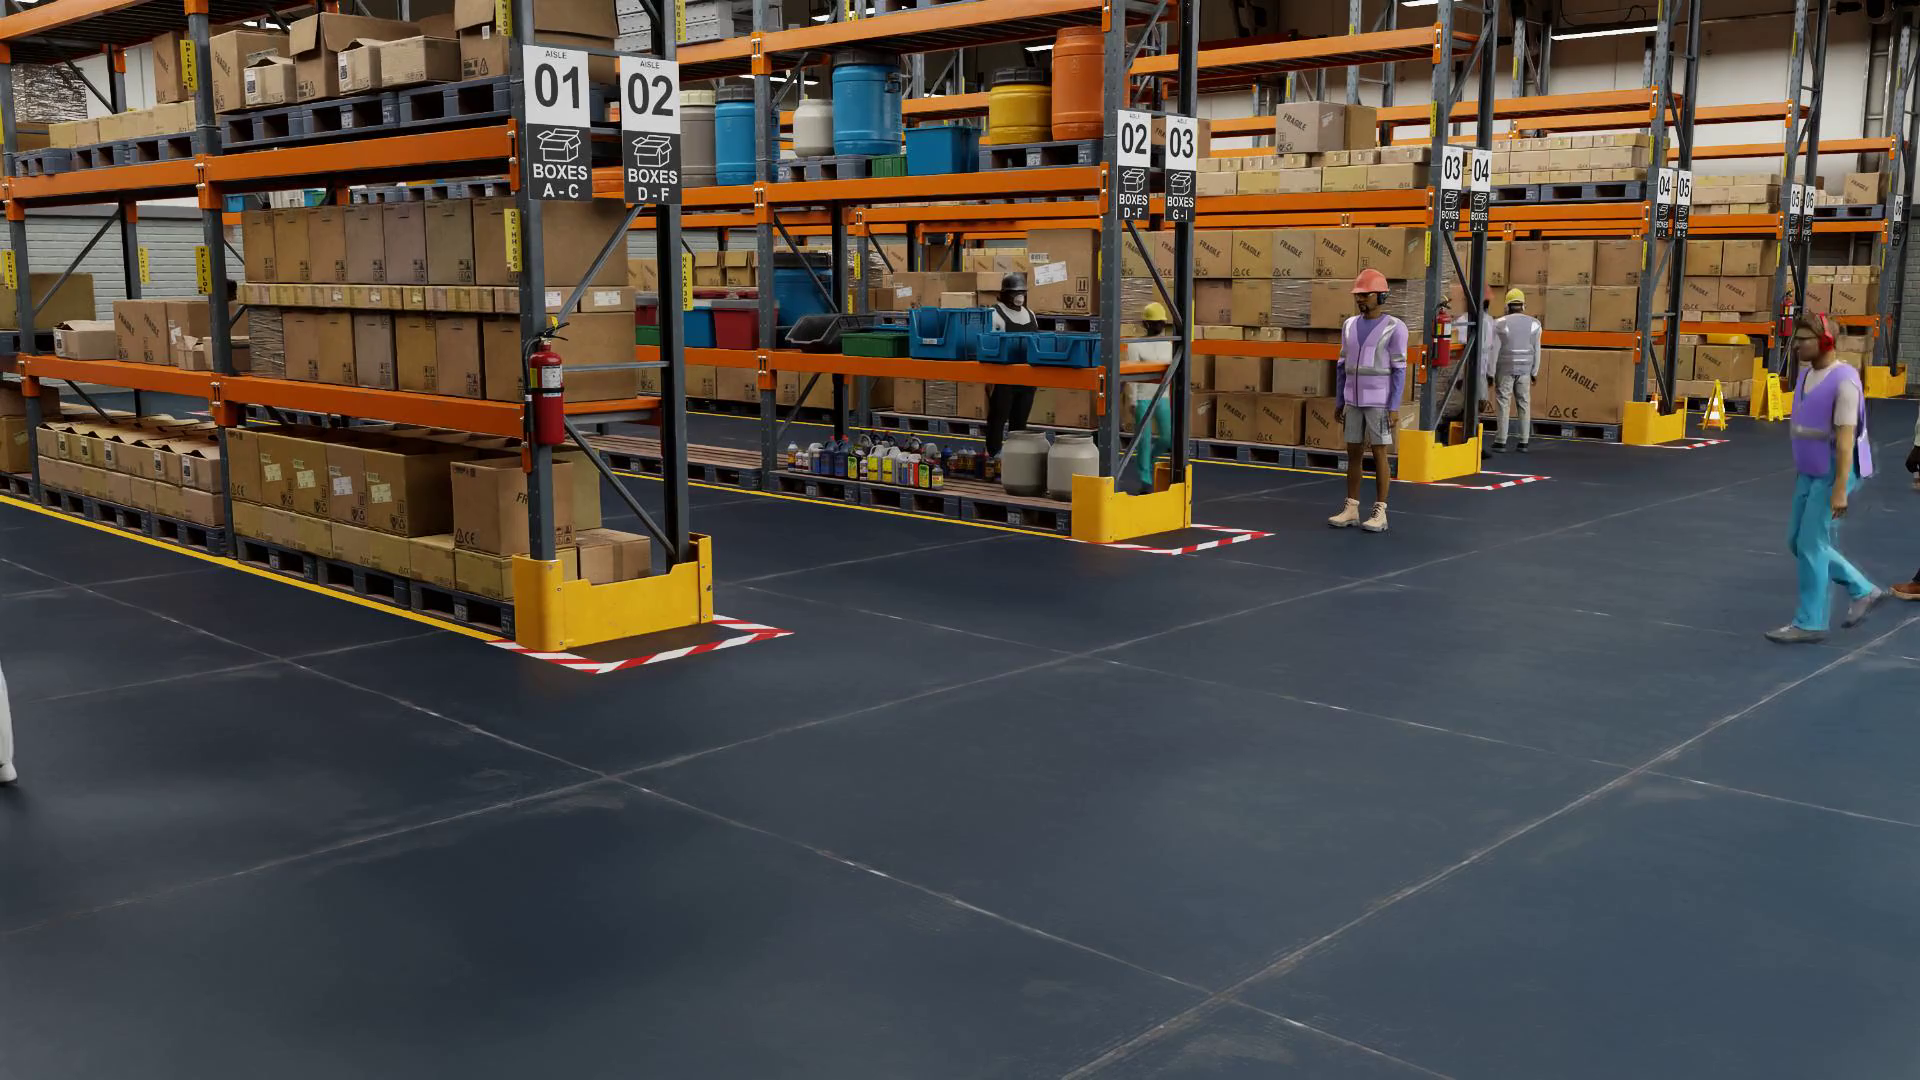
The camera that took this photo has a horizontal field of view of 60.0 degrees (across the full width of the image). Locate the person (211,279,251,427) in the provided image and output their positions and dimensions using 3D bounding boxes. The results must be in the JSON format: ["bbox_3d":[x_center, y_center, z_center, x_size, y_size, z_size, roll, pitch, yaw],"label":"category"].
[{"bbox_3d":[-7.546,-1.723,17.210,0.648,1.949,0.425,-7,12,-36],"label":"person"}]

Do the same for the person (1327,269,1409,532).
[{"bbox_3d":[3.203,-1.096,13.088,0.378,2.045,0.605,-8,12,-41],"label":"person"}]

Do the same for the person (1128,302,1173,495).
[{"bbox_3d":[1.731,-1.271,15.059,0.530,1.755,0.401,-4,10,-25],"label":"person"}]

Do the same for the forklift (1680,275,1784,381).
[{"bbox_3d":[12.480,-3.427,27.053,1.214,2.155,2.313,9,13,43],"label":"forklift"}]

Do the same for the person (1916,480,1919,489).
[{"bbox_3d":[9.187,-1.374,15.058,0.652,1.951,0.962,-6,11,-31],"label":"person"}]

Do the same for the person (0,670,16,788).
[{"bbox_3d":[-3.922,0.204,6.395,0.312,1.632,0.513,2,9,13],"label":"person"}]

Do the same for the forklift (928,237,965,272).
[{"bbox_3d":[-0.326,-5.817,39.609,1.129,2.768,1.873,9,13,43],"label":"forklift"}]

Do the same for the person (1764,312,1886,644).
[{"bbox_3d":[4.807,-0.339,9.142,0.580,1.820,0.613,1,9,5],"label":"person"}]

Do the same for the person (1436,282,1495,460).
[{"bbox_3d":[5.538,-1.859,18.158,0.567,1.917,0.701,-7,12,-38],"label":"person"}]

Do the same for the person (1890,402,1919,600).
[{"bbox_3d":[6.126,-0.619,10.317,0.612,1.995,0.378,-5,10,-26],"label":"person"}]

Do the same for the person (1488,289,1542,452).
[{"bbox_3d":[6.216,-1.906,18.715,0.598,1.828,0.403,-1,9,-4],"label":"person"}]

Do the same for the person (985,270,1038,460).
[{"bbox_3d":[0.537,-1.579,16.191,0.684,2.000,0.535,-8,12,-40],"label":"person"}]
